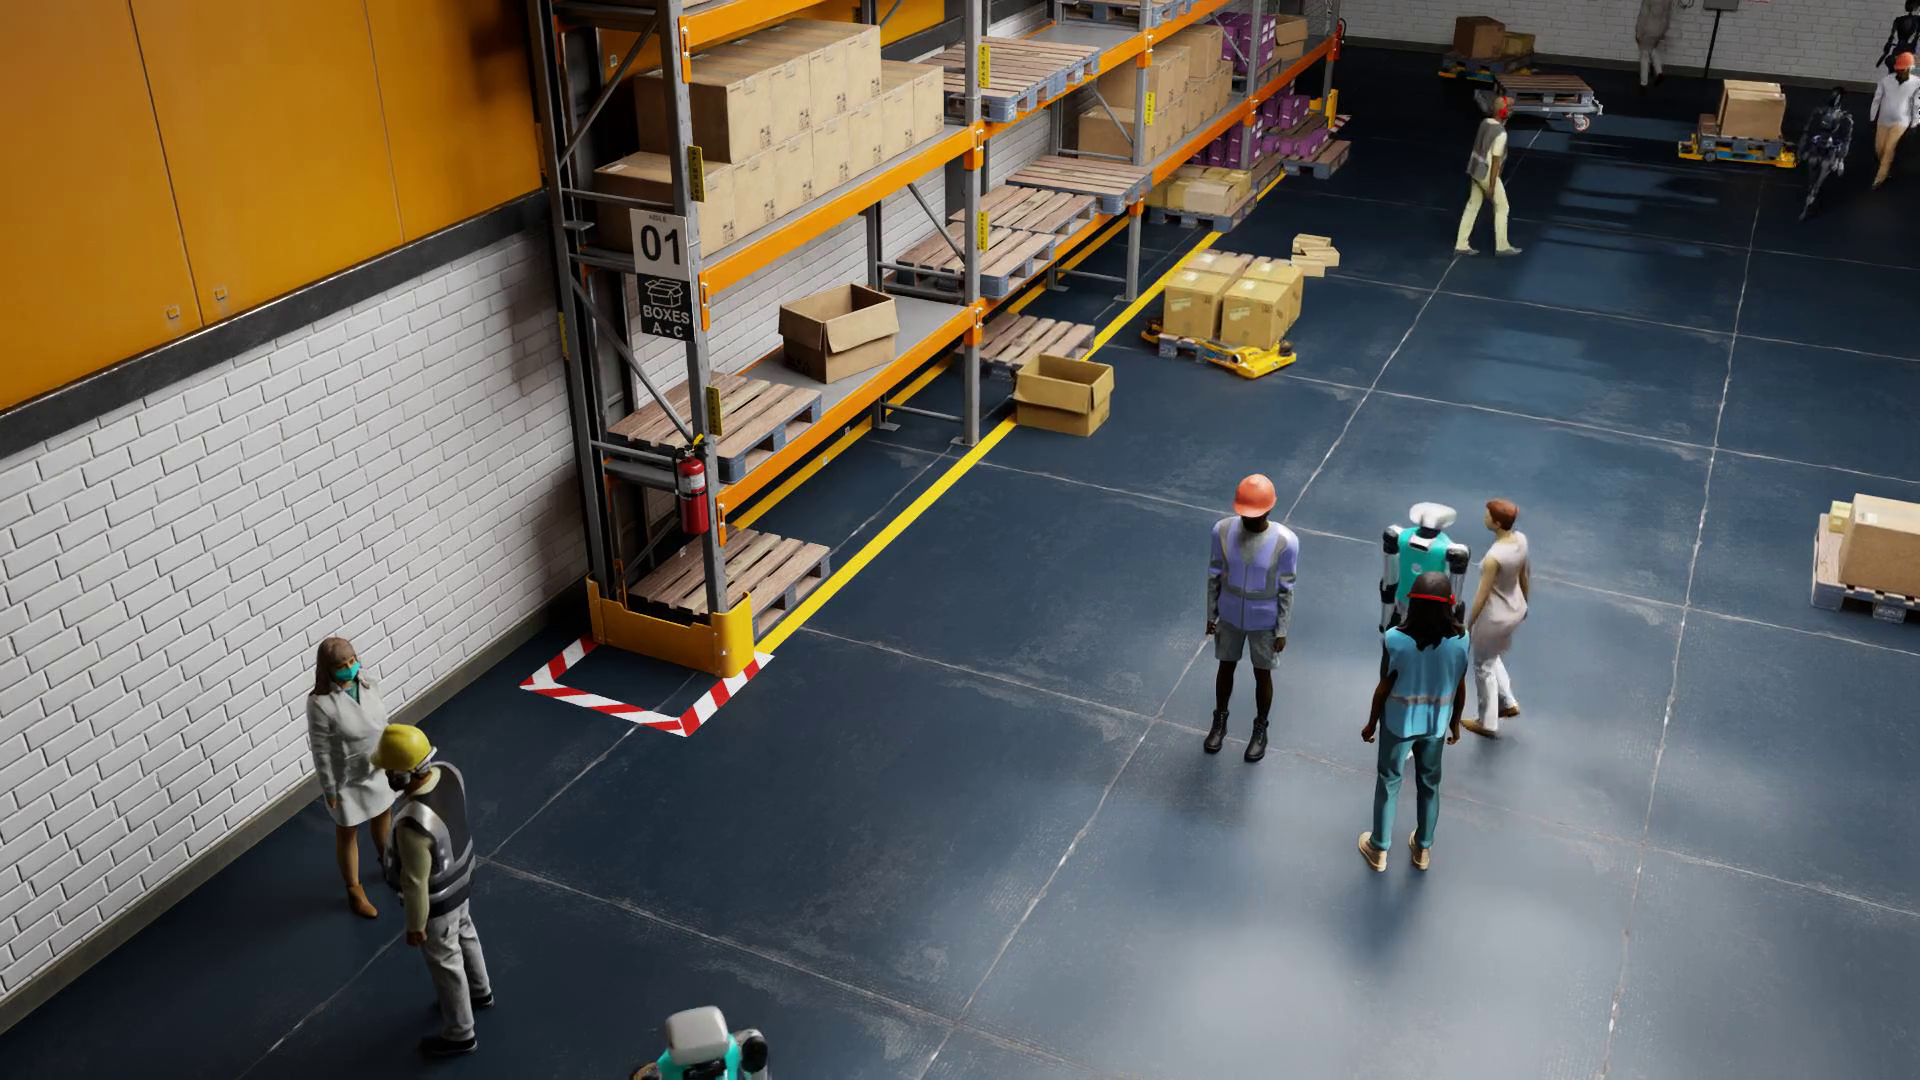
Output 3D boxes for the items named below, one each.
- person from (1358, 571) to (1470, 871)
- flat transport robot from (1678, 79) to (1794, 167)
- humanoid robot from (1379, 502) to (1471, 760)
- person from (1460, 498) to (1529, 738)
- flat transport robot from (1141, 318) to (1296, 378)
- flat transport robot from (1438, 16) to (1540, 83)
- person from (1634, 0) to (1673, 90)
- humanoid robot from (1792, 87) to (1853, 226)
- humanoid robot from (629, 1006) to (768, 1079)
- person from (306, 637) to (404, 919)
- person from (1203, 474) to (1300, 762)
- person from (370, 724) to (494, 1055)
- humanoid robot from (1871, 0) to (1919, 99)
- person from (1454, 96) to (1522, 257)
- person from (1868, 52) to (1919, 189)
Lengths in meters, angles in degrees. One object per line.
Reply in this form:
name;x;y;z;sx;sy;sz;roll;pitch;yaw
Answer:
person;2.500;1.020;9.153;0.542;1.864;0.370;0;28;-1
flat transport robot;10.495;-5.269;22.498;1.431;0.231;0.659;10;30;18
humanoid robot;2.906;0.556;10.248;0.552;1.884;0.719;22;35;35
person;3.339;0.484;10.369;0.489;1.636;0.384;-25;37;-38
flat transport robot;2.532;-1.948;16.340;0.659;0.231;1.431;-24;36;-37
flat transport robot;8.444;-7.447;26.537;1.431;0.231;0.659;22;35;35
person;10.687;-7.871;25.695;0.519;1.815;0.454;-8;29;-14
humanoid robot;10.298;-4.609;19.853;0.803;1.624;0.616;-22;35;-35
humanoid robot;-0.843;2.645;6.330;0.536;1.767;1.034;-13;31;-23
person;-3.217;1.253;8.936;0.341;1.659;0.487;17;32;28
person;1.748;0.471;10.110;0.543;1.929;0.383;13;31;22
person;-2.535;1.663;8.011;0.403;1.823;0.596;0;28;0
humanoid robot;13.852;-7.190;24.606;0.602;1.632;0.719;-9;30;-17
person;6.033;-4.064;18.639;0.824;1.816;0.568;-5;29;-9
person;11.912;-5.378;21.178;0.707;1.713;0.593;-22;35;-35
